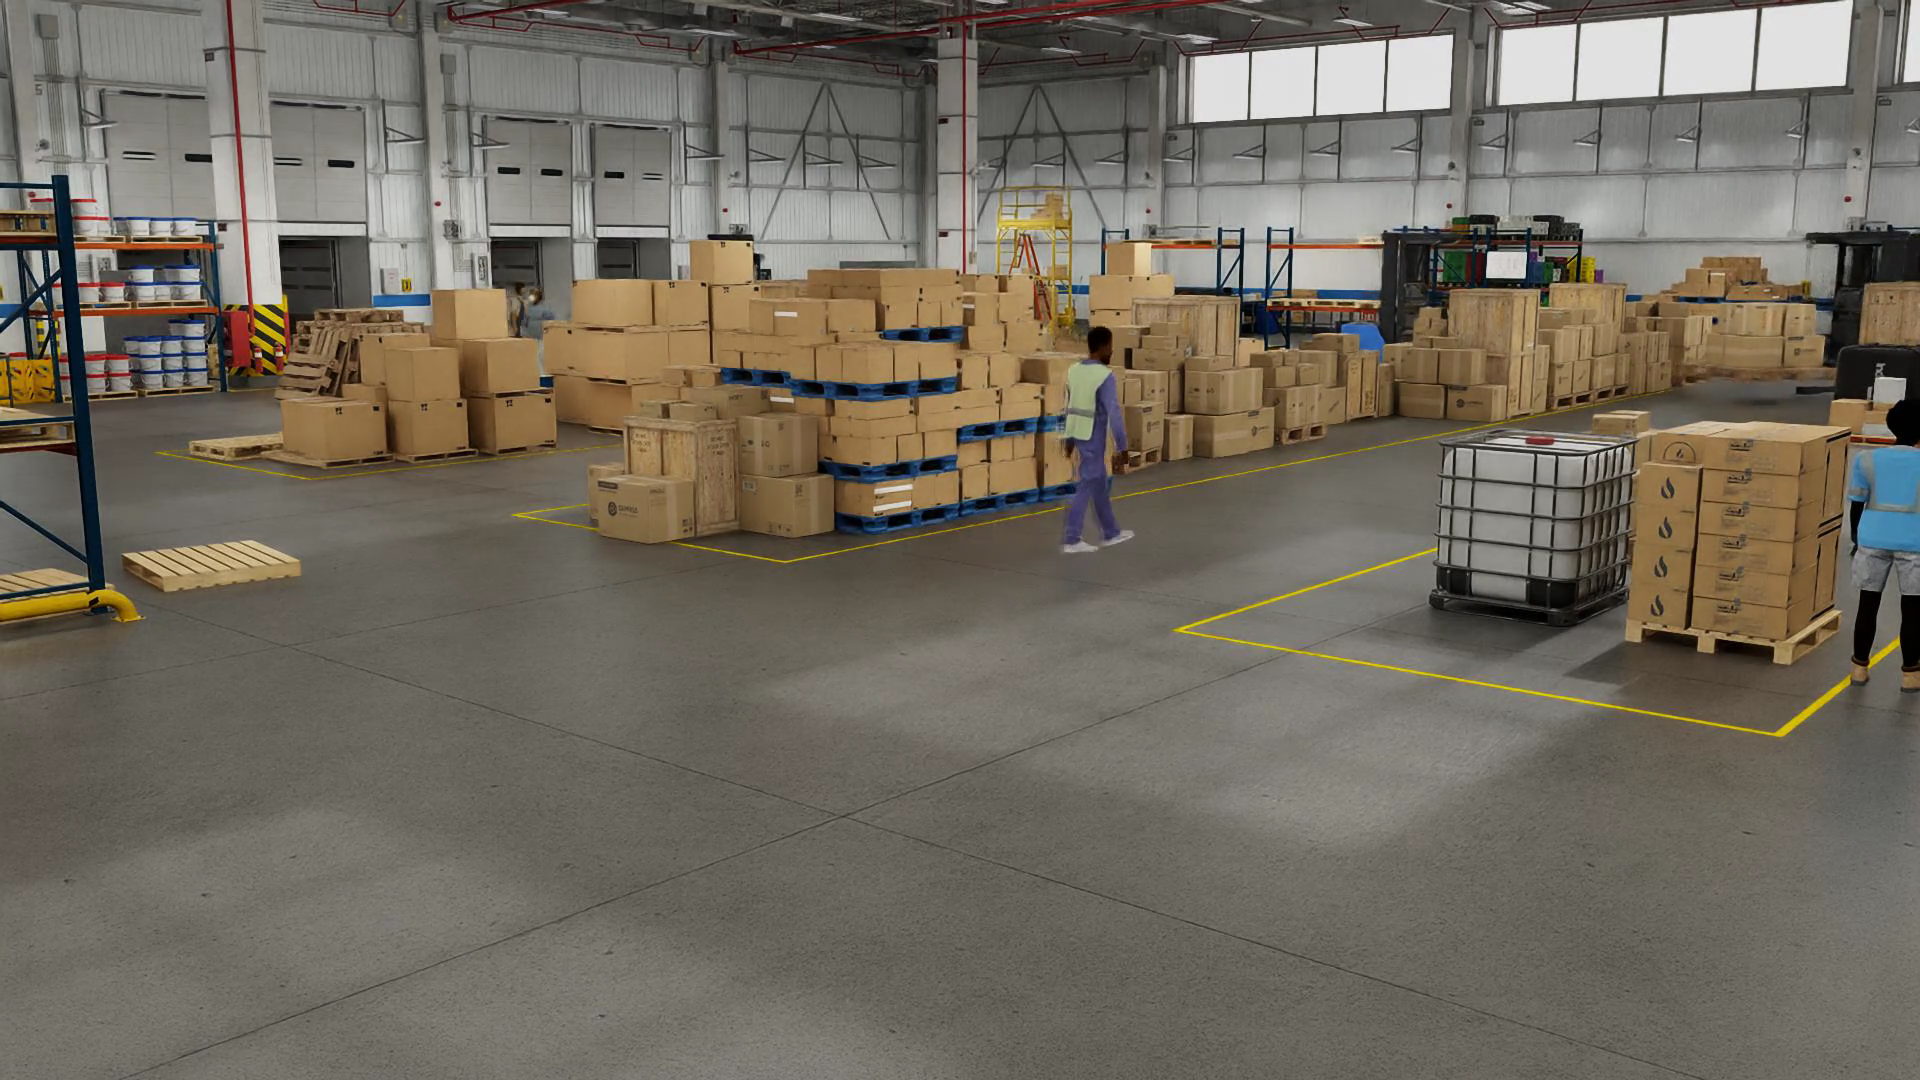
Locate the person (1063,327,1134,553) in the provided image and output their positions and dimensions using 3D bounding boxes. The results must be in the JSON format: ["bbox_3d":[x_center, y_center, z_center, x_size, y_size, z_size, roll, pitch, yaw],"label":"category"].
[{"bbox_3d":[1.232,-0.836,13.971,0.880,1.883,0.631,-5,11,-26],"label":"person"}]

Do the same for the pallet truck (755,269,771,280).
[{"bbox_3d":[-4.996,-6.432,45.525,1.885,1.965,0.823,-6,12,-32],"label":"pallet truck"}]

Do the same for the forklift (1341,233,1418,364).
[{"bbox_3d":[8.358,-4.466,31.817,1.873,2.768,1.129,8,13,40],"label":"forklift"}]

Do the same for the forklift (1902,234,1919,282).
[{"bbox_3d":[18.893,-4.704,33.173,1.873,2.768,1.129,8,13,40],"label":"forklift"}]

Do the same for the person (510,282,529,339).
[{"bbox_3d":[-9.273,-4.566,35.396,0.769,1.817,0.534,0,10,-3],"label":"person"}]

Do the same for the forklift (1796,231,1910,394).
[{"bbox_3d":[15.455,-3.812,28.097,1.873,2.768,1.129,-2,10,-10],"label":"forklift"}]

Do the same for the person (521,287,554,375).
[{"bbox_3d":[-7.231,-3.424,28.724,0.637,1.900,0.998,7,12,36],"label":"person"}]

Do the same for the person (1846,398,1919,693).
[{"bbox_3d":[5.393,0.031,9.587,0.535,1.694,0.322,9,13,41],"label":"person"}]

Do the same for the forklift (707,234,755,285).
[{"bbox_3d":[-4.698,-4.910,34.349,1.129,2.768,1.873,0,10,2],"label":"forklift"}]
